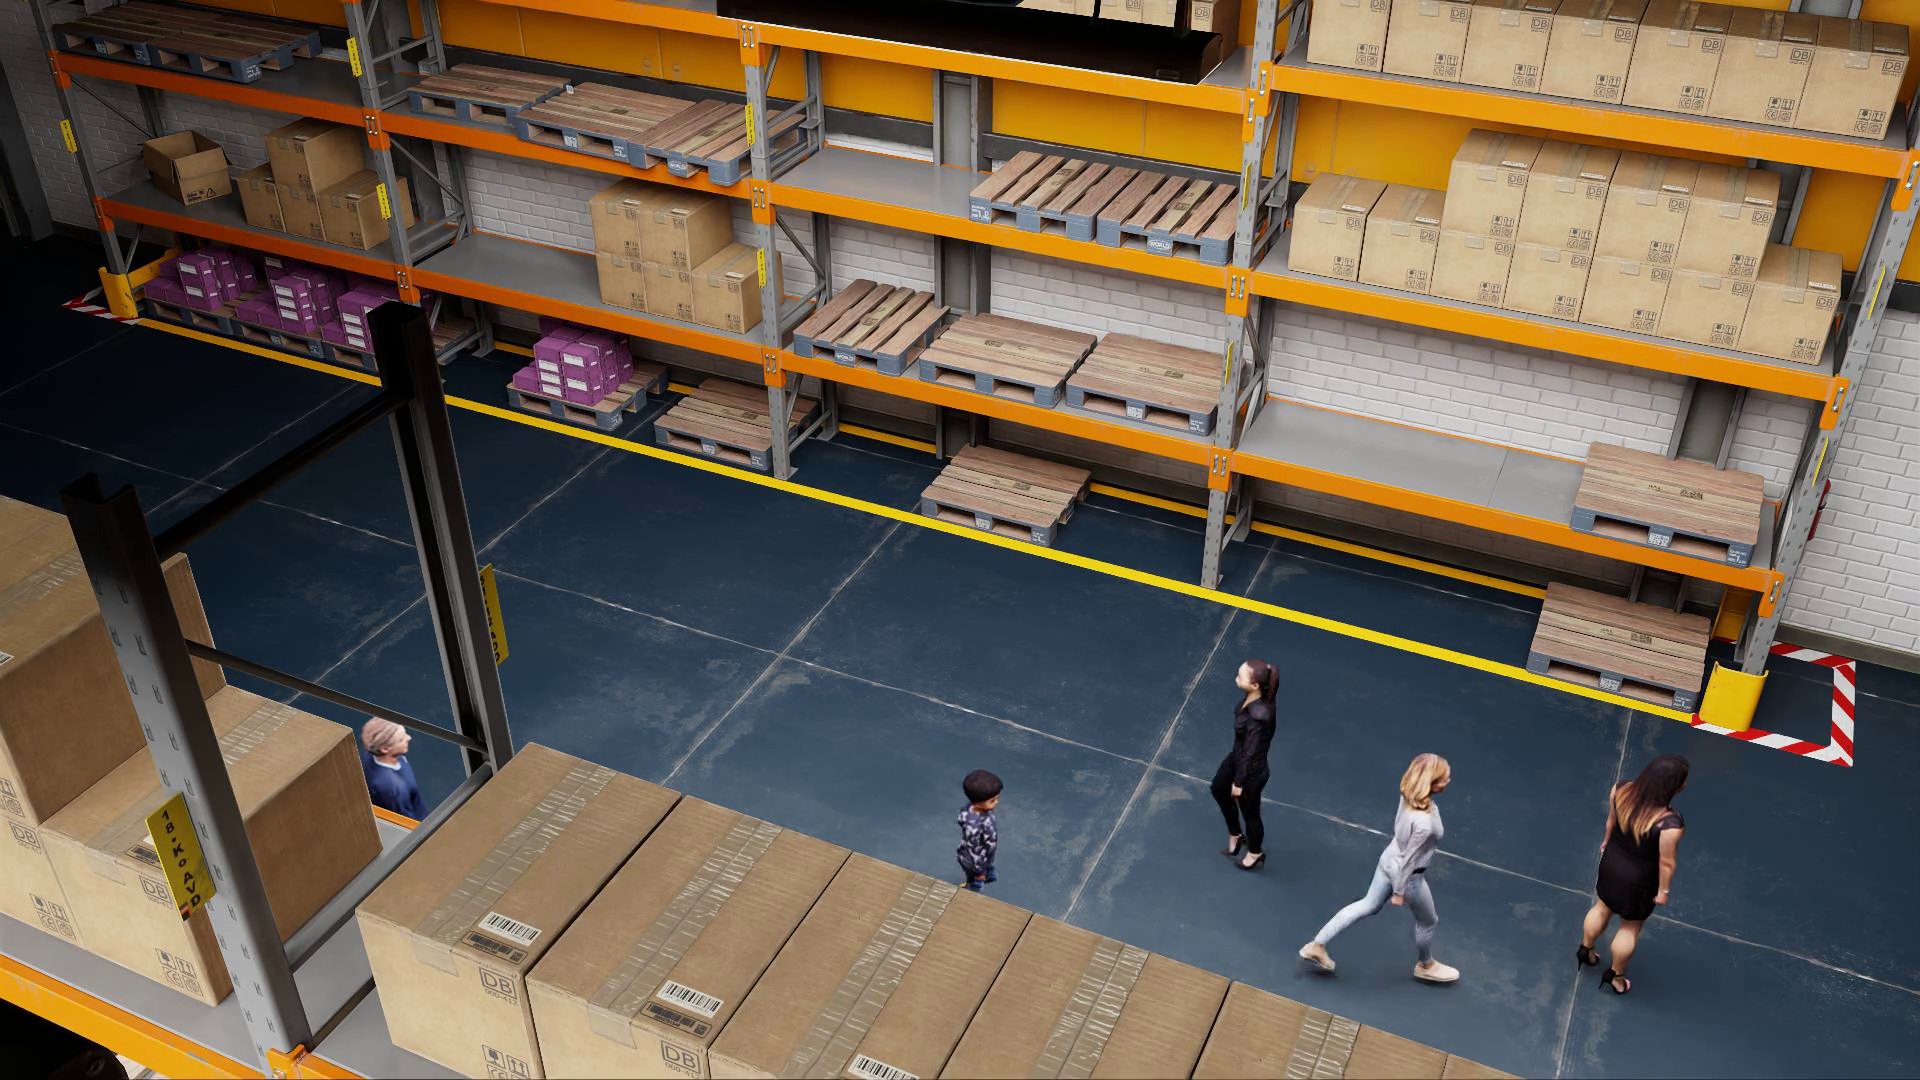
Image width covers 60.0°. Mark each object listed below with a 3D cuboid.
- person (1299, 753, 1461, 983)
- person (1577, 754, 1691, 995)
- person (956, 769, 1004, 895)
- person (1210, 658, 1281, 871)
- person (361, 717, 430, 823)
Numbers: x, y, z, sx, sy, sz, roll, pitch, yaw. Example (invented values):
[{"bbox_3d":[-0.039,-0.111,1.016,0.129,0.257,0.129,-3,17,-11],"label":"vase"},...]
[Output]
[{"bbox_3d":[2.472,1.923,9.607,1.275,1.752,0.926,2,34,3],"label":"person"},{"bbox_3d":[3.896,1.921,9.643,0.825,1.716,0.750,-15,36,-21],"label":"person"},{"bbox_3d":[0.061,1.872,10.146,0.545,1.241,0.498,12,35,17],"label":"person"},{"bbox_3d":[1.885,1.429,10.400,0.716,1.698,0.690,4,34,6],"label":"person"},{"bbox_3d":[-3.251,1.762,9.747,0.797,1.866,0.699,-17,37,-23],"label":"person"}]
